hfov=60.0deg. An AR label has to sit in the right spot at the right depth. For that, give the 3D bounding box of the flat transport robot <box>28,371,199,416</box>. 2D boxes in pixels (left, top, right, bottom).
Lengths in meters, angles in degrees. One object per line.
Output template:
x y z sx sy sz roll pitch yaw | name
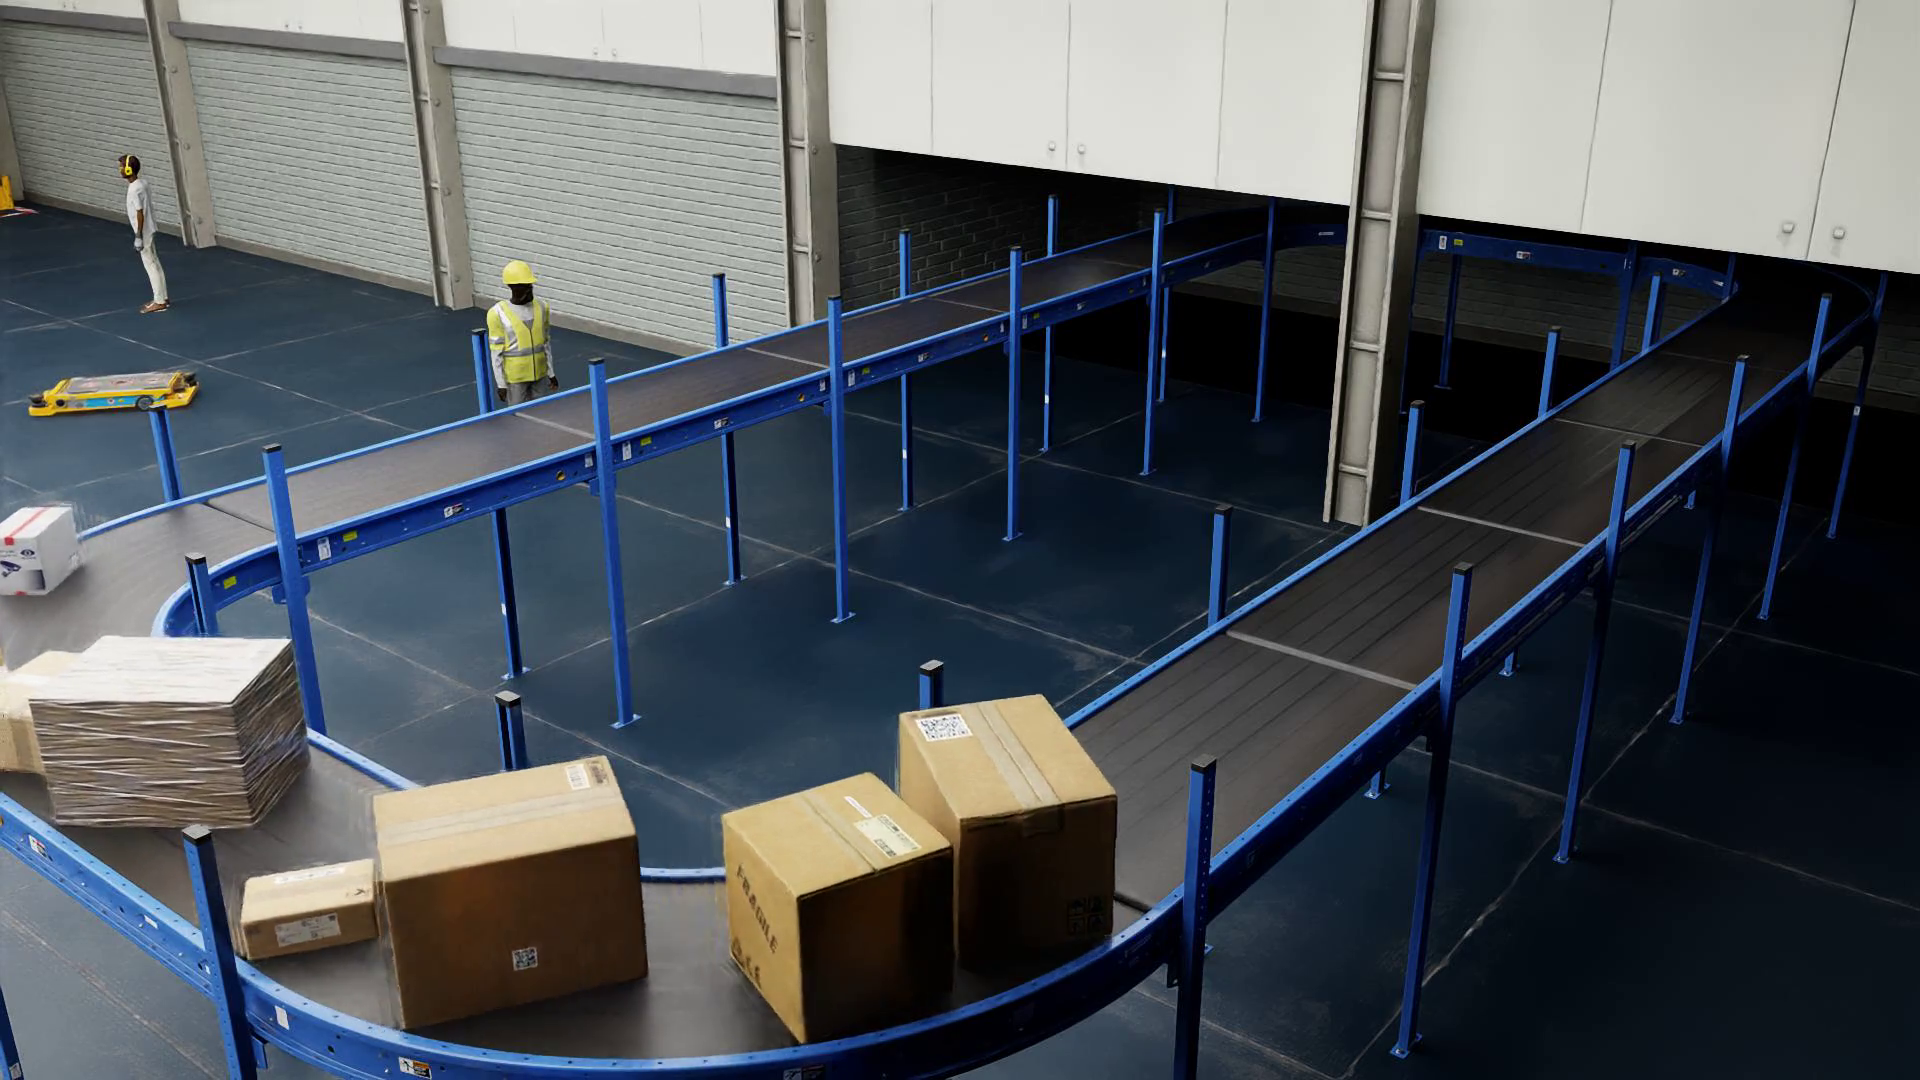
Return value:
-8.388 -1.463 16.504 1.431 0.197 0.652 -6 22 -14 | flat transport robot

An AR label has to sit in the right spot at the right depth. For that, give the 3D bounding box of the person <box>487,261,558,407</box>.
-3.694 -1.418 14.160 0.362 1.928 0.593 18 28 38 | person

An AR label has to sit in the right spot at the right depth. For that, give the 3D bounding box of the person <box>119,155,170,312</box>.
-9.824 -3.678 19.981 0.328 1.873 0.518 -4 22 -11 | person
